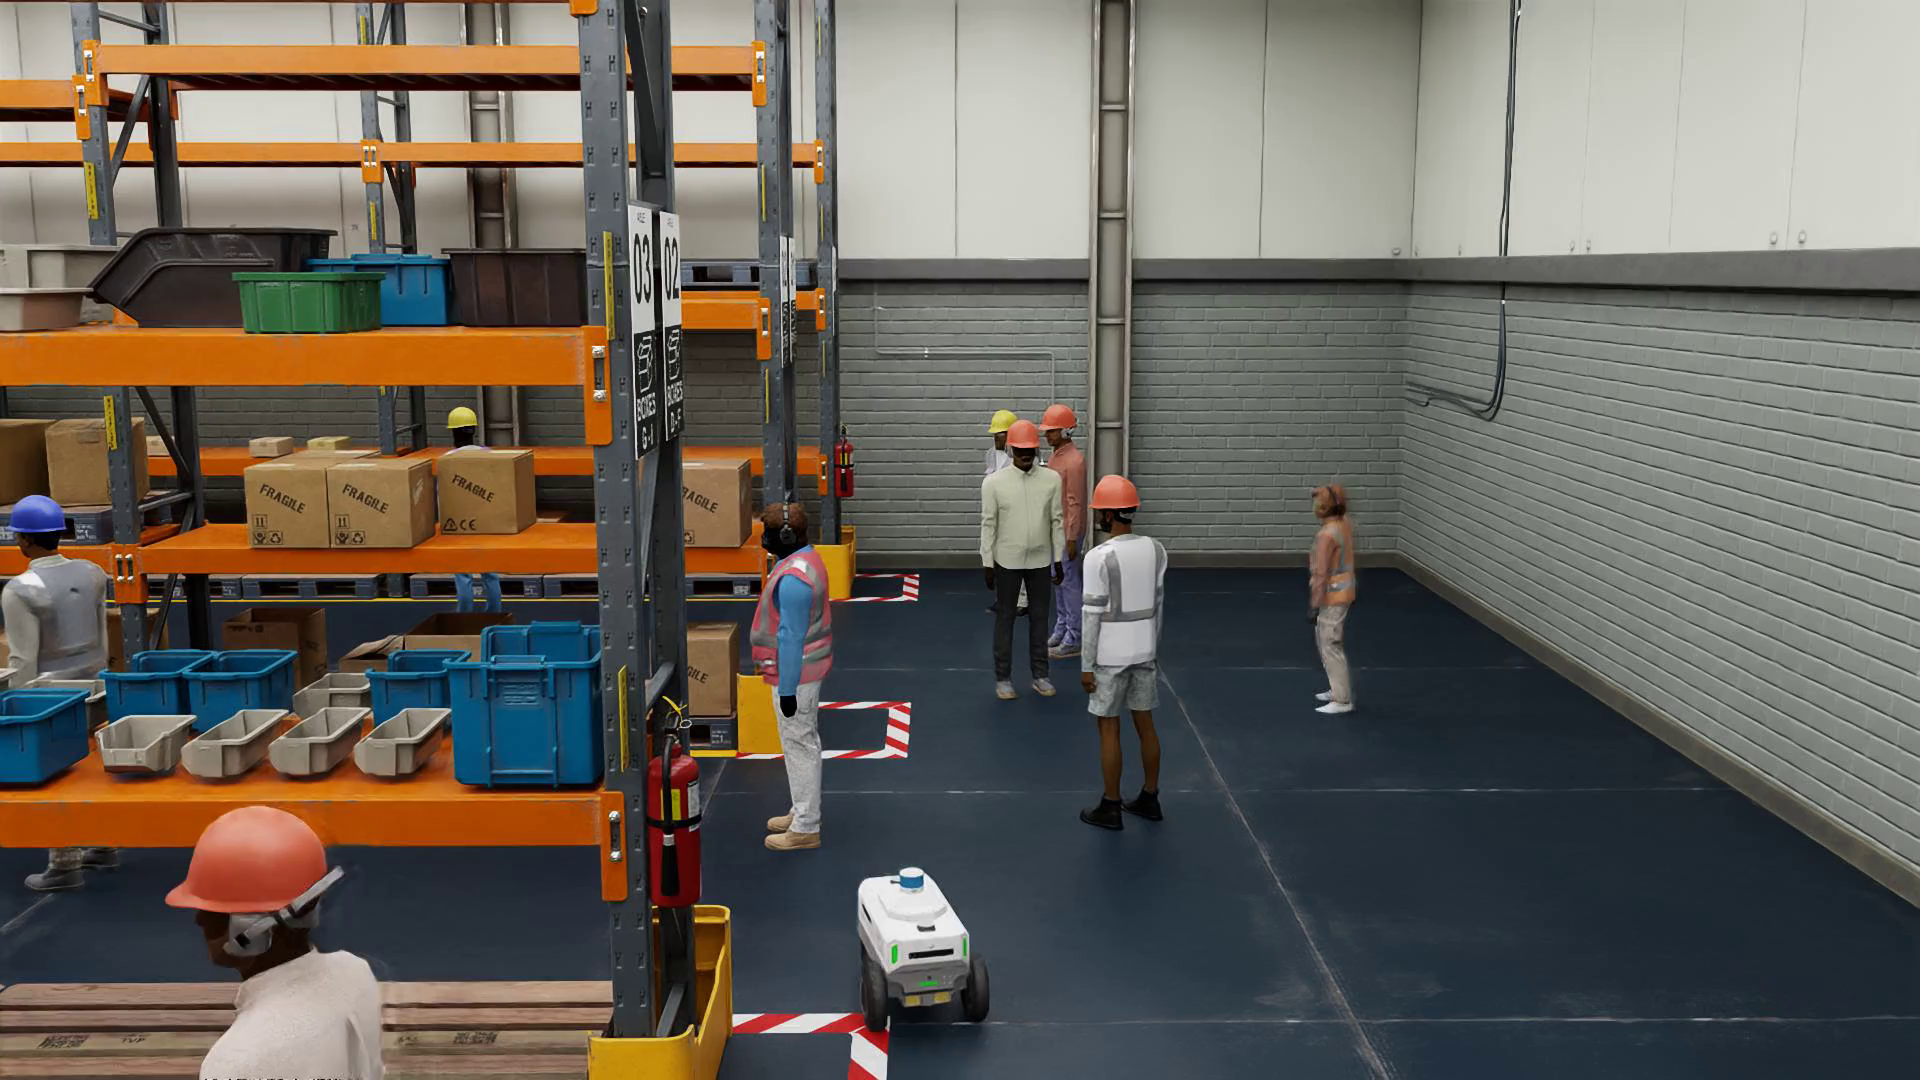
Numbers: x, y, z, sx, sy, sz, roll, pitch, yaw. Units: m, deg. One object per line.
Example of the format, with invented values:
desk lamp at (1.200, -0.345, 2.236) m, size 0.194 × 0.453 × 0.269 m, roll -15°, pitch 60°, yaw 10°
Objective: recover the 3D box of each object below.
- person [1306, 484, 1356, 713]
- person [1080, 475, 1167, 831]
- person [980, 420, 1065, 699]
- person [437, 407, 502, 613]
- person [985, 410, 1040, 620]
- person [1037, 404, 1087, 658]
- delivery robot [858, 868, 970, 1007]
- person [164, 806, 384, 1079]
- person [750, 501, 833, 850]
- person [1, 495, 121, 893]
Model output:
person at (2.525, 0.407, 11.270) m, size 0.342 × 1.598 × 0.576 m, roll 4°, pitch 10°, yaw 21°
person at (0.862, 0.607, 9.063) m, size 0.550 × 1.929 × 0.395 m, roll -6°, pitch 11°, yaw -33°
person at (0.446, 0.141, 11.743) m, size 0.619 × 1.988 × 0.396 m, roll -3°, pitch 10°, yaw -16°
person at (-4.000, -0.124, 13.565) m, size 0.389 × 1.918 × 0.589 m, roll 8°, pitch 12°, yaw 40°
person at (0.423, -0.224, 14.497) m, size 0.403 × 1.818 × 0.597 m, roll -9°, pitch 13°, yaw -44°
person at (0.795, -0.071, 13.041) m, size 0.406 × 1.986 × 0.612 m, roll -2°, pitch 10°, yaw -13°
delivery robot at (-0.199, 1.600, 6.870) m, size 0.477 × 0.478 × 0.707 m, roll -2°, pitch 10°, yaw -14°
person at (-1.318, 1.503, 3.379) m, size 0.542 × 1.983 × 0.637 m, roll 0°, pitch 9°, yaw 2°
person at (-0.886, 0.705, 8.756) m, size 0.430 × 1.835 × 0.619 m, roll 0°, pitch 9°, yaw 1°
person at (-4.404, 0.746, 8.129) m, size 0.392 × 1.949 × 0.602 m, roll 2°, pitch 10°, yaw 14°
